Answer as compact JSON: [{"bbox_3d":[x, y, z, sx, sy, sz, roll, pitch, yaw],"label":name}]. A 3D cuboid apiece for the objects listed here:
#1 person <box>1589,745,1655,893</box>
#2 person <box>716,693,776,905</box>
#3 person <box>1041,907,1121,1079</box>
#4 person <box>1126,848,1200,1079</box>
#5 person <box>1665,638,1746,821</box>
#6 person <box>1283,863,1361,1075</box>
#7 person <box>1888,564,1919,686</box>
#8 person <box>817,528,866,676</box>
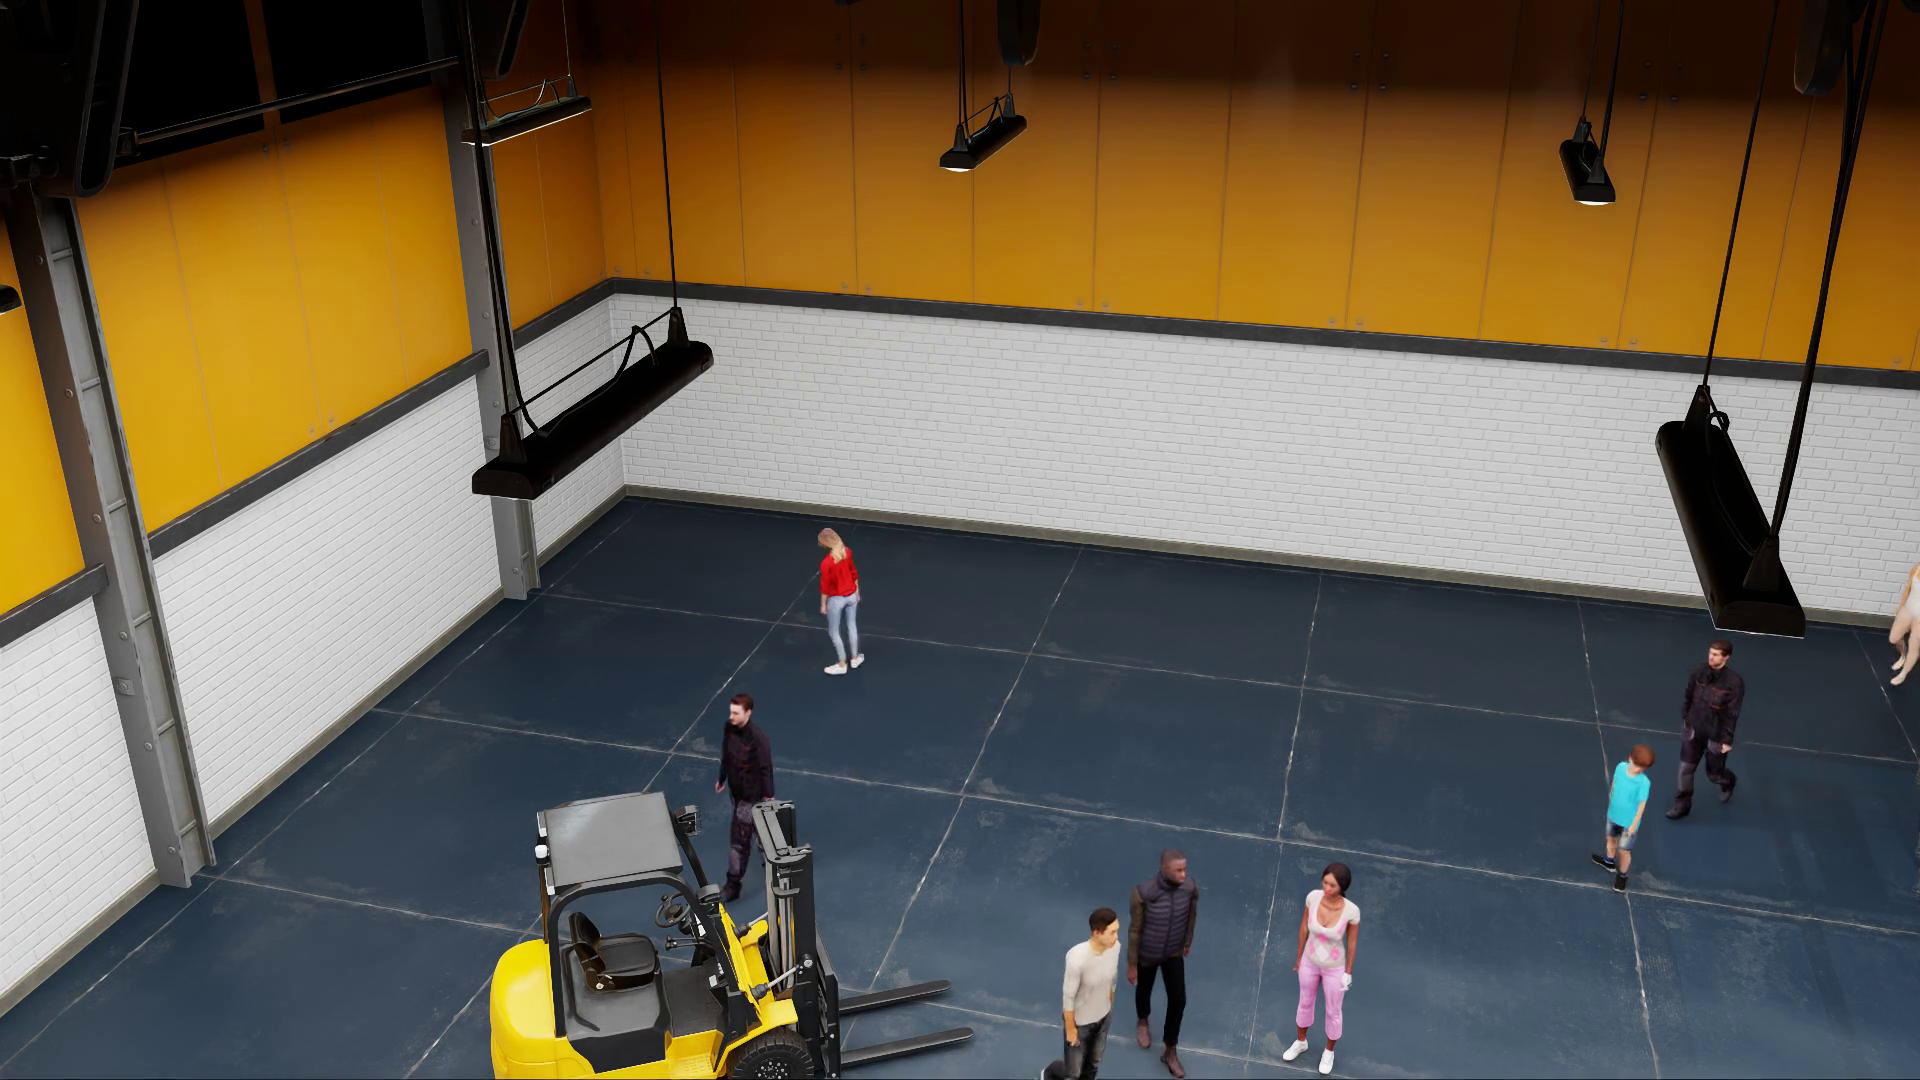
[{"bbox_3d":[5.732,2.326,14.333,0.822,1.428,0.699,-4,24,-9],"label":"person"},{"bbox_3d":[-1.771,2.124,14.238,1.311,1.874,1.140,-19,30,-36],"label":"person"},{"bbox_3d":[0.827,3.291,11.676,0.884,1.788,0.937,-16,28,-32],"label":"person"},{"bbox_3d":[1.446,2.999,12.318,0.945,1.809,1.052,-3,24,-6],"label":"person"},{"bbox_3d":[6.917,1.724,15.229,1.177,1.815,1.080,-16,28,-32],"label":"person"},{"bbox_3d":[2.669,3.106,12.160,0.637,1.740,0.613,15,28,31],"label":"person"},{"bbox_3d":[10.209,0.773,17.632,0.785,1.631,0.725,-13,27,-27],"label":"person"},{"bbox_3d":[-1.240,0.627,17.895,0.667,1.689,0.844,-17,29,-33],"label":"person"}]
